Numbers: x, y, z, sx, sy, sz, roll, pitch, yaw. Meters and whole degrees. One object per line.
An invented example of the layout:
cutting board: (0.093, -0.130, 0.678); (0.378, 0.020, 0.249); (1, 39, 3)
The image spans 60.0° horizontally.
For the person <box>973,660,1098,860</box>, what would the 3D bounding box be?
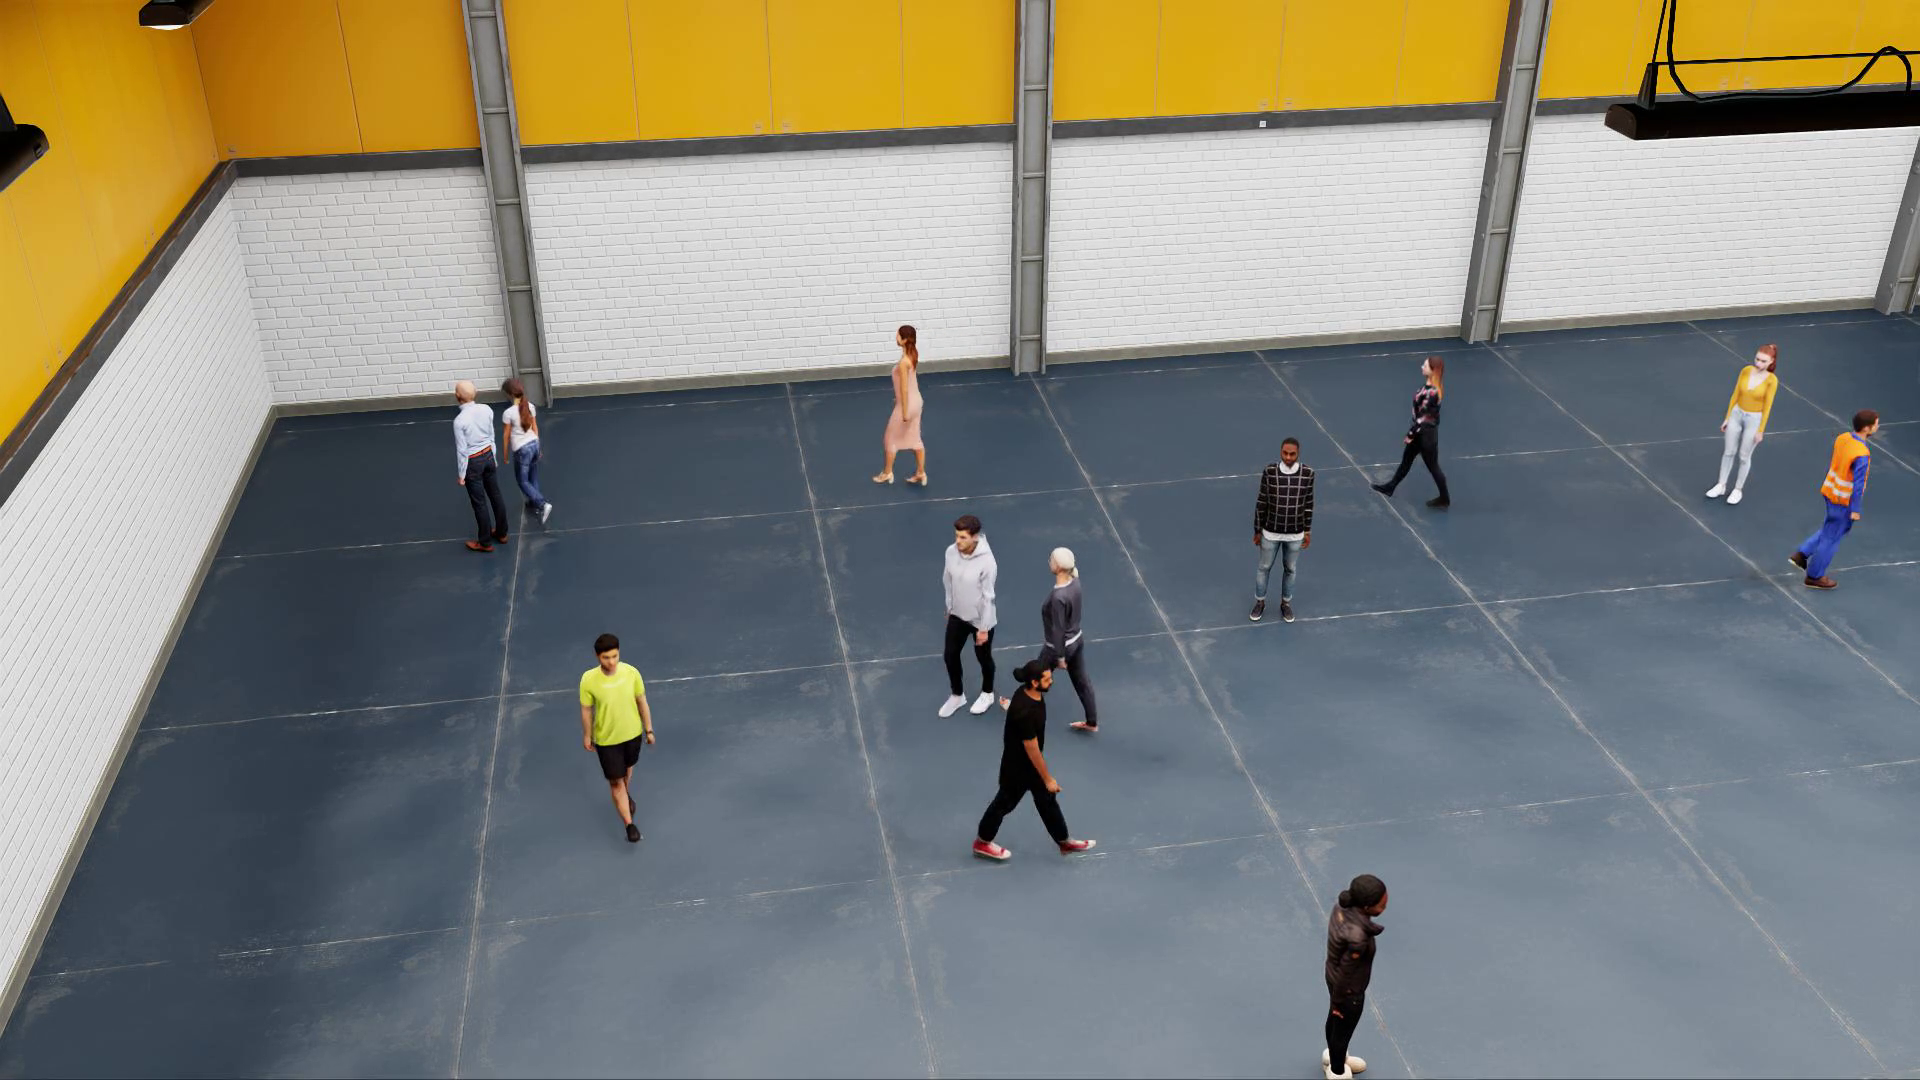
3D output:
person: (0.362, 1.635, 12.074); (1.235, 1.708, 0.967); (8, 30, 14)

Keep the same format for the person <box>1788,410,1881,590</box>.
person: (8.176, -0.380, 15.615); (0.845, 1.856, 0.799); (4, 29, 7)

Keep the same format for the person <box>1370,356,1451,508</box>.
person: (4.876, -1.071, 17.107); (1.137, 1.640, 0.876); (7, 29, 12)

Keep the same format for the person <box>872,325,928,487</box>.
person: (-0.470, -1.392, 17.510); (0.919, 1.816, 0.807); (9, 30, 16)

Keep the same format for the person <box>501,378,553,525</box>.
person: (-4.387, -0.890, 16.877); (0.925, 1.541, 0.891); (23, 36, 36)

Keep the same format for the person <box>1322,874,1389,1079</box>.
person: (2.350, 2.707, 10.159); (0.604, 1.660, 0.651); (-5, 29, -8)

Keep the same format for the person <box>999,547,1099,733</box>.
person: (0.920, 0.851, 13.537); (1.138, 1.683, 1.048); (17, 33, 28)

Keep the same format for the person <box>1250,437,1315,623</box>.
person: (2.946, -0.112, 15.159); (0.590, 1.820, 0.793); (3, 29, 5)

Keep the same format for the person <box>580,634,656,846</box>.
person: (-2.607, 1.404, 12.535); (1.059, 1.673, 0.931); (-15, 32, -26)

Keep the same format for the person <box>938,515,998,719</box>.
person: (0.164, 0.585, 13.796); (0.885, 1.903, 0.946); (15, 32, 26)

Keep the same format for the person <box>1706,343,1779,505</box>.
person: (8.169, -1.224, 17.270); (0.724, 1.751, 0.686); (-21, 35, -33)

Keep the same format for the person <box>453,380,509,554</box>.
person: (-4.731, -0.733, 16.329); (0.778, 1.791, 0.727); (17, 33, 28)
